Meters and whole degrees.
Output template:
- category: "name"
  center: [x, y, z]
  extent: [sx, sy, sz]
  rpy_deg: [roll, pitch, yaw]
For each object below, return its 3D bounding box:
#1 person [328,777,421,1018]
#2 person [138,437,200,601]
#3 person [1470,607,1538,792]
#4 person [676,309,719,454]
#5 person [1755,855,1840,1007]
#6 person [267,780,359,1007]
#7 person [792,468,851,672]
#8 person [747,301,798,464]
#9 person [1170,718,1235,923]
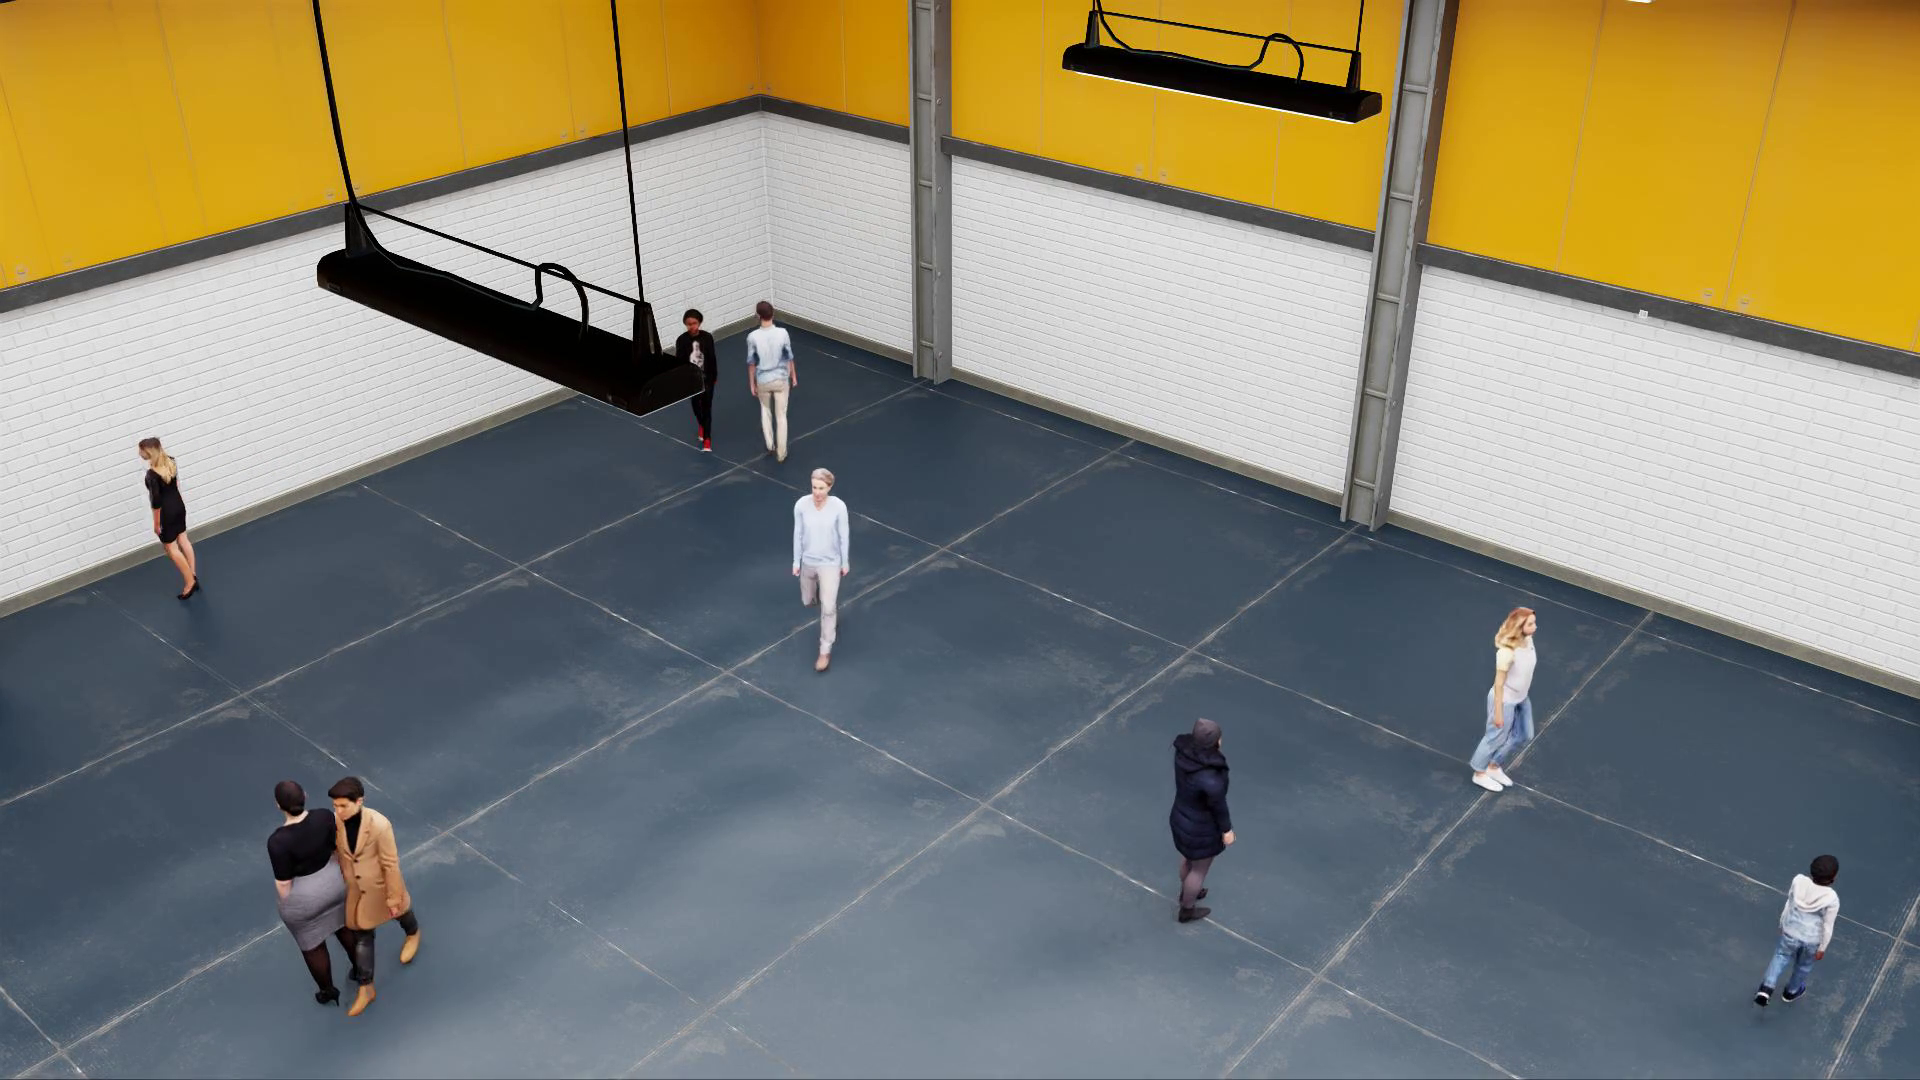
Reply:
- category: "person"
  center: [-3.914, 2.268, 11.230]
  extent: [1.161, 1.683, 1.074]
  rpy_deg: [5, 29, 9]
- category: "person"
  center: [-7.533, -0.244, 15.848]
  extent: [0.694, 1.671, 0.681]
  rpy_deg: [8, 30, 15]
- category: "person"
  center: [4.219, 1.237, 13.092]
  extent: [0.616, 1.710, 0.626]
  rpy_deg: [21, 35, 34]
- category: "person"
  center: [-2.966, -1.837, 18.810]
  extent: [1.059, 1.633, 1.140]
  rpy_deg: [-3, 29, -6]
- category: "person"
  center: [5.567, 2.617, 11.047]
  extent: [0.618, 1.247, 0.704]
  rpy_deg: [-22, 35, -34]
- category: "person"
  center: [-4.267, 2.339, 11.029]
  extent: [0.606, 1.750, 0.666]
  rpy_deg: [20, 35, 33]
- category: "person"
  center: [-1.226, 0.180, 14.862]
  extent: [1.158, 1.872, 1.052]
  rpy_deg: [5, 29, 10]
- category: "person"
  center: [-2.079, -1.706, 18.364]
  extent: [0.820, 1.829, 0.887]
  rpy_deg: [1, 29, 2]
- category: "person"
  center: [1.665, 1.999, 11.738]
  extent: [0.850, 1.670, 0.752]
  rpy_deg: [-11, 31, -20]
